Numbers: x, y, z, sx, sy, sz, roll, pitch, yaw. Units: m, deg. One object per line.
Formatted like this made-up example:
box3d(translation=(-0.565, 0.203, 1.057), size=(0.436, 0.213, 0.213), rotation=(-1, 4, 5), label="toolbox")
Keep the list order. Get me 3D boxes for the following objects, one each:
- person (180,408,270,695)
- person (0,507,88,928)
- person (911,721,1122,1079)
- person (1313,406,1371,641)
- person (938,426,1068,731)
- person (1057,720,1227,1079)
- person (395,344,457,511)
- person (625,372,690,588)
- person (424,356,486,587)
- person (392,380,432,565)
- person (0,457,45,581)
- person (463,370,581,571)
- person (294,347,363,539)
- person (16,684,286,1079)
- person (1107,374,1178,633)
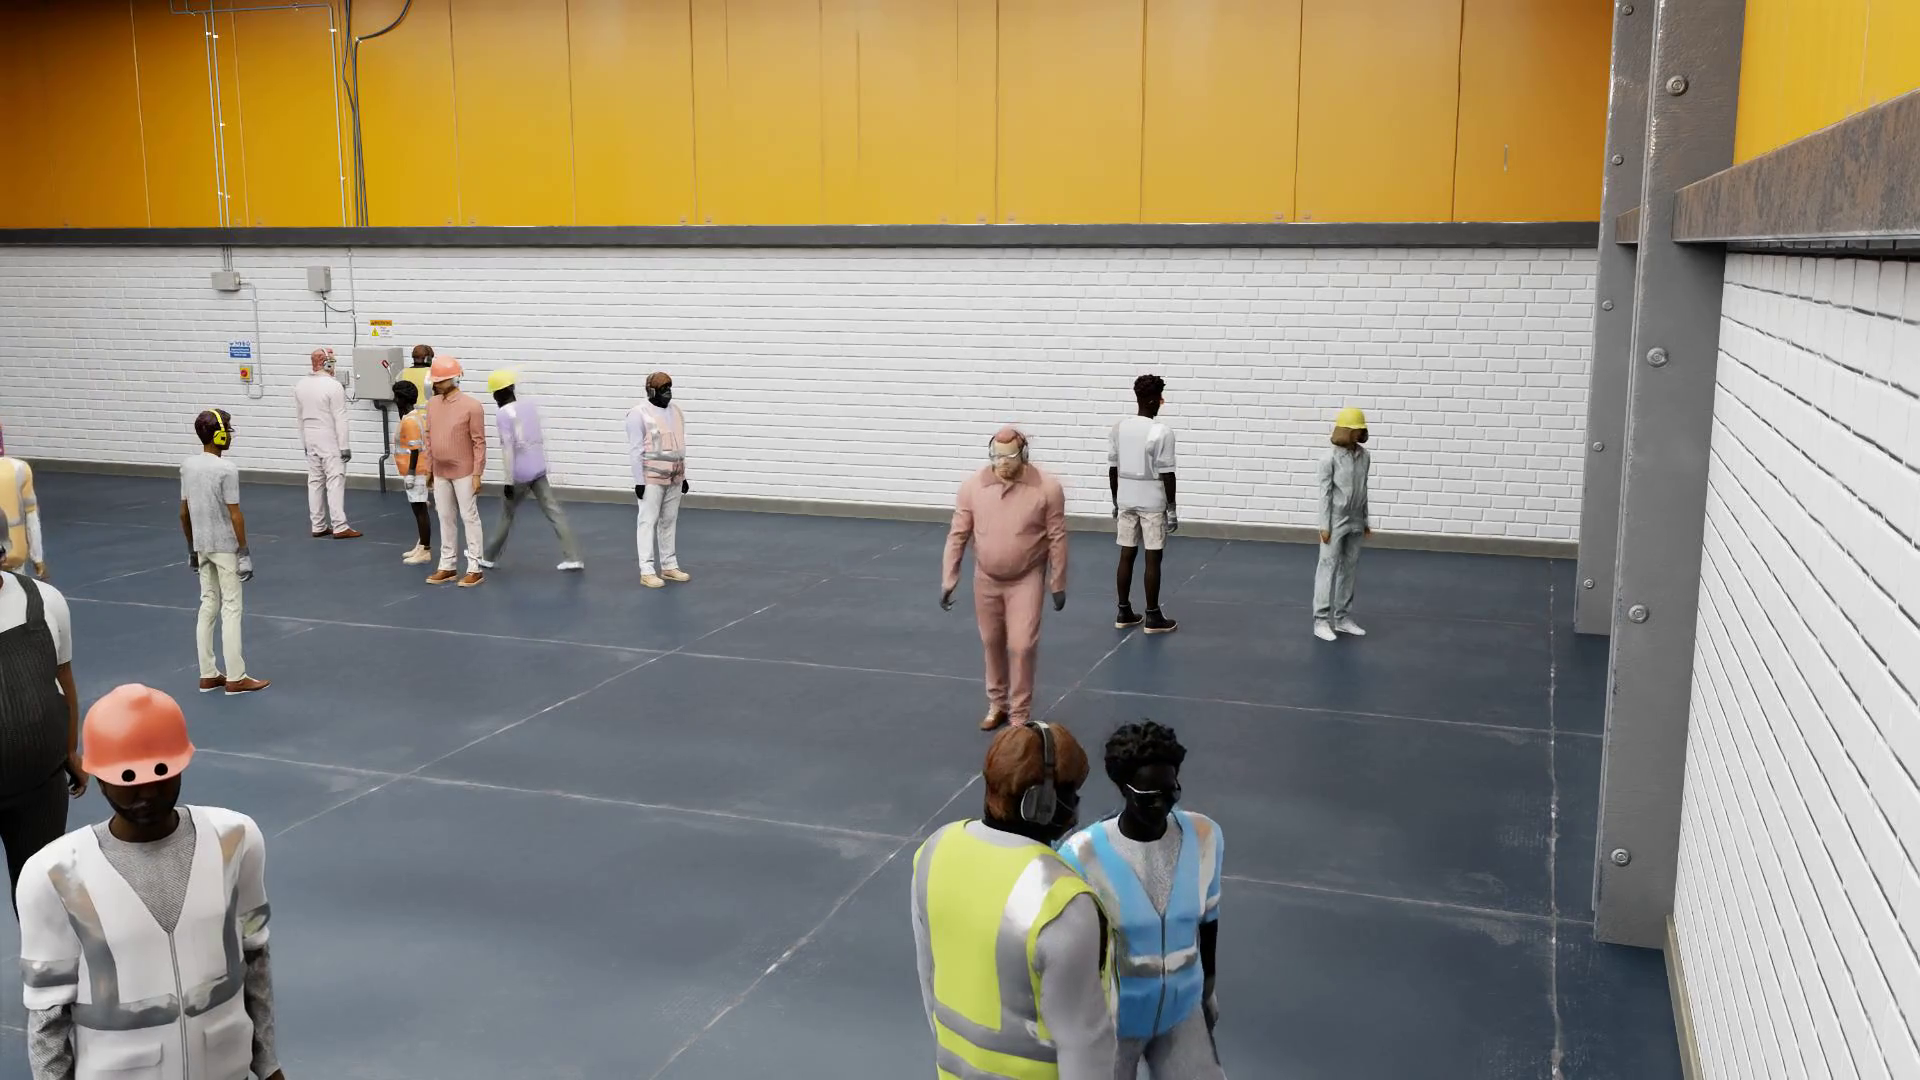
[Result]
box3d(translation=(-4.841, 0.082, 10.869), size=(0.528, 1.860, 0.313), rotation=(5, 11, 25), label="person")
box3d(translation=(-3.576, 0.826, 6.170), size=(0.536, 2.000, 0.677), rotation=(9, 13, 41), label="person")
box3d(translation=(0.161, 1.325, 3.938), size=(0.430, 1.838, 0.619), rotation=(-7, 12, -35), label="person")
box3d(translation=(2.872, -0.127, 12.375), size=(0.492, 1.742, 0.319), rotation=(-7, 12, -33), label="person")
box3d(translation=(0.253, 0.264, 9.812), size=(0.704, 1.869, 0.745), rotation=(3, 11, 18), label="person")
box3d(translation=(0.500, 1.302, 4.496), size=(0.561, 1.674, 0.545), rotation=(-4, 11, -21), label="person")
box3d(translation=(-5.890, -1.238, 18.374), size=(0.622, 1.838, 0.429), rotation=(3, 11, 17), label="person")
box3d(translation=(-2.575, -0.527, 14.348), size=(0.430, 1.845, 0.619), rotation=(7, 12, 33), label="person")
box3d(translation=(-4.354, -0.587, 14.284), size=(0.611, 1.985, 0.393), rotation=(4, 11, 23), label="person")
box3d(translation=(-5.030, -0.623, 15.300), size=(0.321, 1.695, 0.529), rotation=(-3, 10, -16), label="person")
box3d(translation=(-6.235, 0.103, 10.609), size=(0.802, 1.904, 0.571), rotation=(7, 12, 34), label="person")
box3d(translation=(-3.928, -0.608, 14.886), size=(1.137, 1.809, 0.601), rotation=(4, 11, 20), label="person")
box3d(translation=(-6.315, -0.964, 16.625), size=(0.643, 1.910, 0.400), rotation=(6, 12, 30), label="person")
box3d(translation=(-1.865, 1.276, 3.924), size=(0.553, 1.935, 0.362), rotation=(-9, 14, -42), label="person")
box3d(translation=(1.399, -0.279, 12.598), size=(0.614, 1.963, 0.361), rotation=(10, 14, 43), label="person")
